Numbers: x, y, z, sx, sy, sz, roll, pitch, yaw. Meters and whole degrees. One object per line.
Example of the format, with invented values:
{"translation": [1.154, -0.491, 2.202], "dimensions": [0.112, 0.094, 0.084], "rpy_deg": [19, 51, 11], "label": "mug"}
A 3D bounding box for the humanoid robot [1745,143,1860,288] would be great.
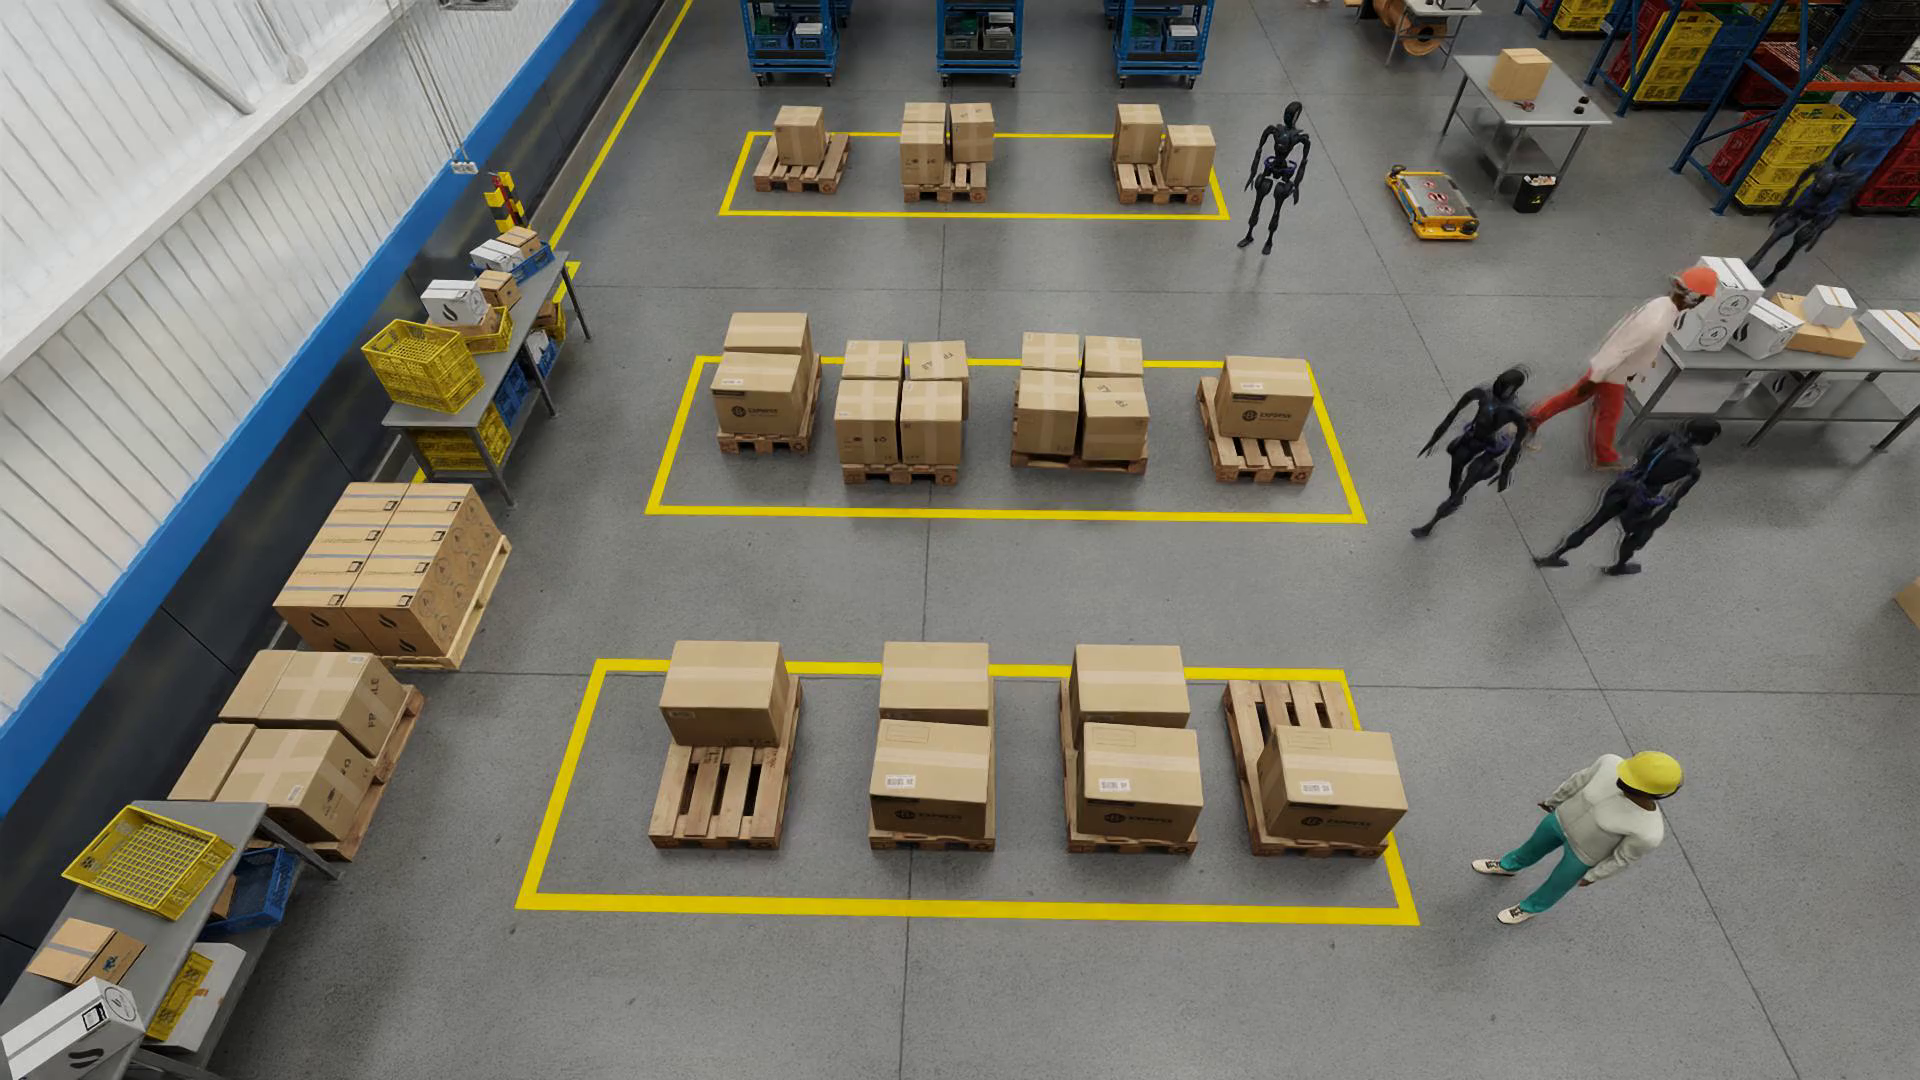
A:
{"translation": [8.698, -3.288, 9.482], "dimensions": [0.796, 1.614, 0.548], "rpy_deg": [-26, 54, -21], "label": "humanoid robot"}

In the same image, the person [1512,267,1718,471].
{"translation": [5.513, -1.407, 7.660], "dimensions": [1.009, 1.911, 0.668], "rpy_deg": [28, 55, 22], "label": "person"}

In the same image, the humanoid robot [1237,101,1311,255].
{"translation": [3.442, -3.928, 9.993], "dimensions": [0.616, 1.657, 0.311], "rpy_deg": [25, 54, 20], "label": "humanoid robot"}

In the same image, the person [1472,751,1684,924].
{"translation": [3.437, 1.654, 5.110], "dimensions": [0.313, 1.768, 0.524], "rpy_deg": [-4, 49, -4], "label": "person"}

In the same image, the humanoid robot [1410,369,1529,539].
{"translation": [4.053, -0.688, 7.219], "dimensions": [0.759, 1.628, 0.614], "rpy_deg": [-22, 53, -18], "label": "humanoid robot"}

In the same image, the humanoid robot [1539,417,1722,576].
{"translation": [5.112, -0.296, 6.894], "dimensions": [0.770, 1.630, 0.611], "rpy_deg": [-2, 49, -1], "label": "humanoid robot"}

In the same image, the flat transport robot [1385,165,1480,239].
{"translation": [5.692, -4.094, 11.059], "dimensions": [0.652, 0.197, 1.431], "rpy_deg": [1, 49, 1], "label": "flat transport robot"}

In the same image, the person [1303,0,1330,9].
{"translation": [6.030, -9.666, 14.833], "dimensions": [0.583, 1.879, 0.337], "rpy_deg": [-12, 50, -10], "label": "person"}
